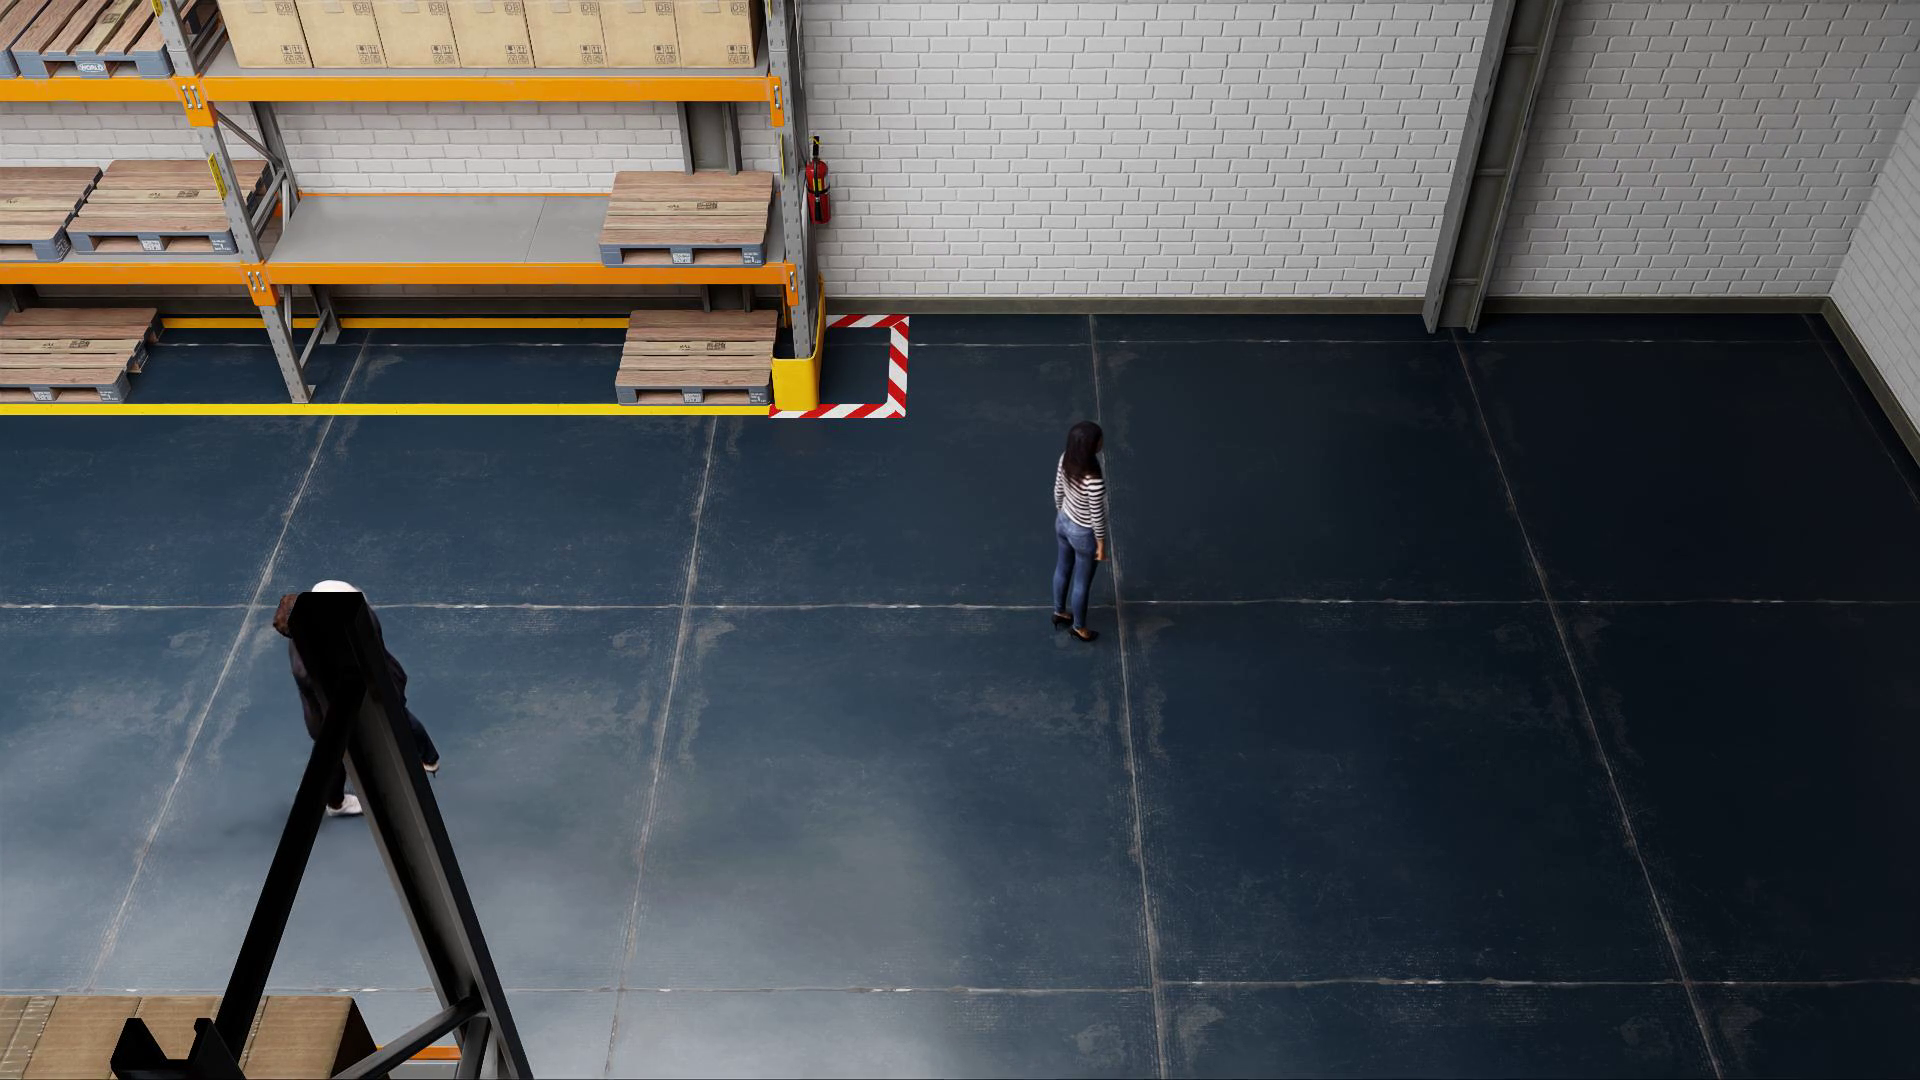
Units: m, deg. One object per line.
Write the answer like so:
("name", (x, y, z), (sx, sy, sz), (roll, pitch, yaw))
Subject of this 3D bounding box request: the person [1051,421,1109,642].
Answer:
("person", (0.763, -0.042, 10.741), (0.669, 1.796, 0.658), (-24, 49, -23))

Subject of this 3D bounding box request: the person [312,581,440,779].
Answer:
("person", (-3.185, 0.814, 9.082), (0.629, 1.778, 0.741), (5, 44, 6))
